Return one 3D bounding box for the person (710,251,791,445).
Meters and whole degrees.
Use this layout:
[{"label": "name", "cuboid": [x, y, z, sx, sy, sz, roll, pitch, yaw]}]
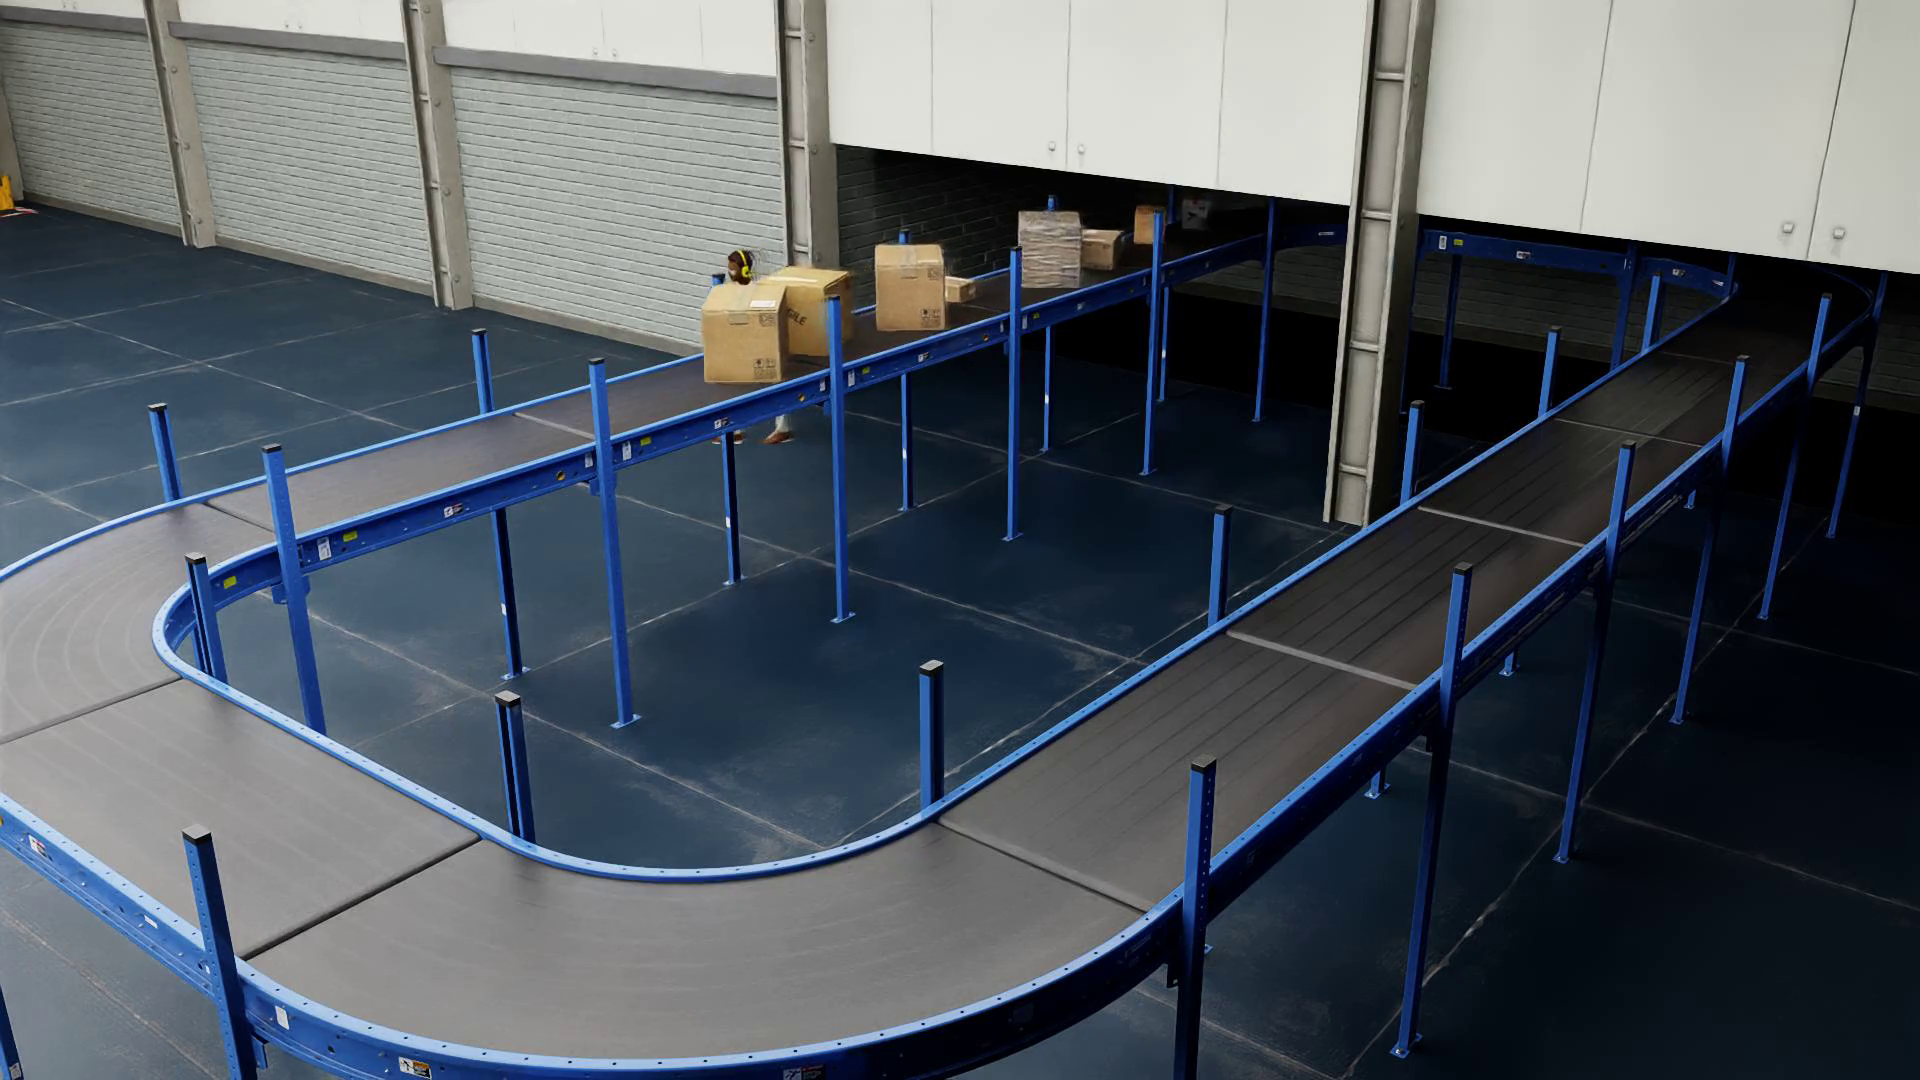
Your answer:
[{"label": "person", "cuboid": [-1.935, -1.710, 15.041, 0.856, 1.825, 0.508, -10, 24, -24]}]
